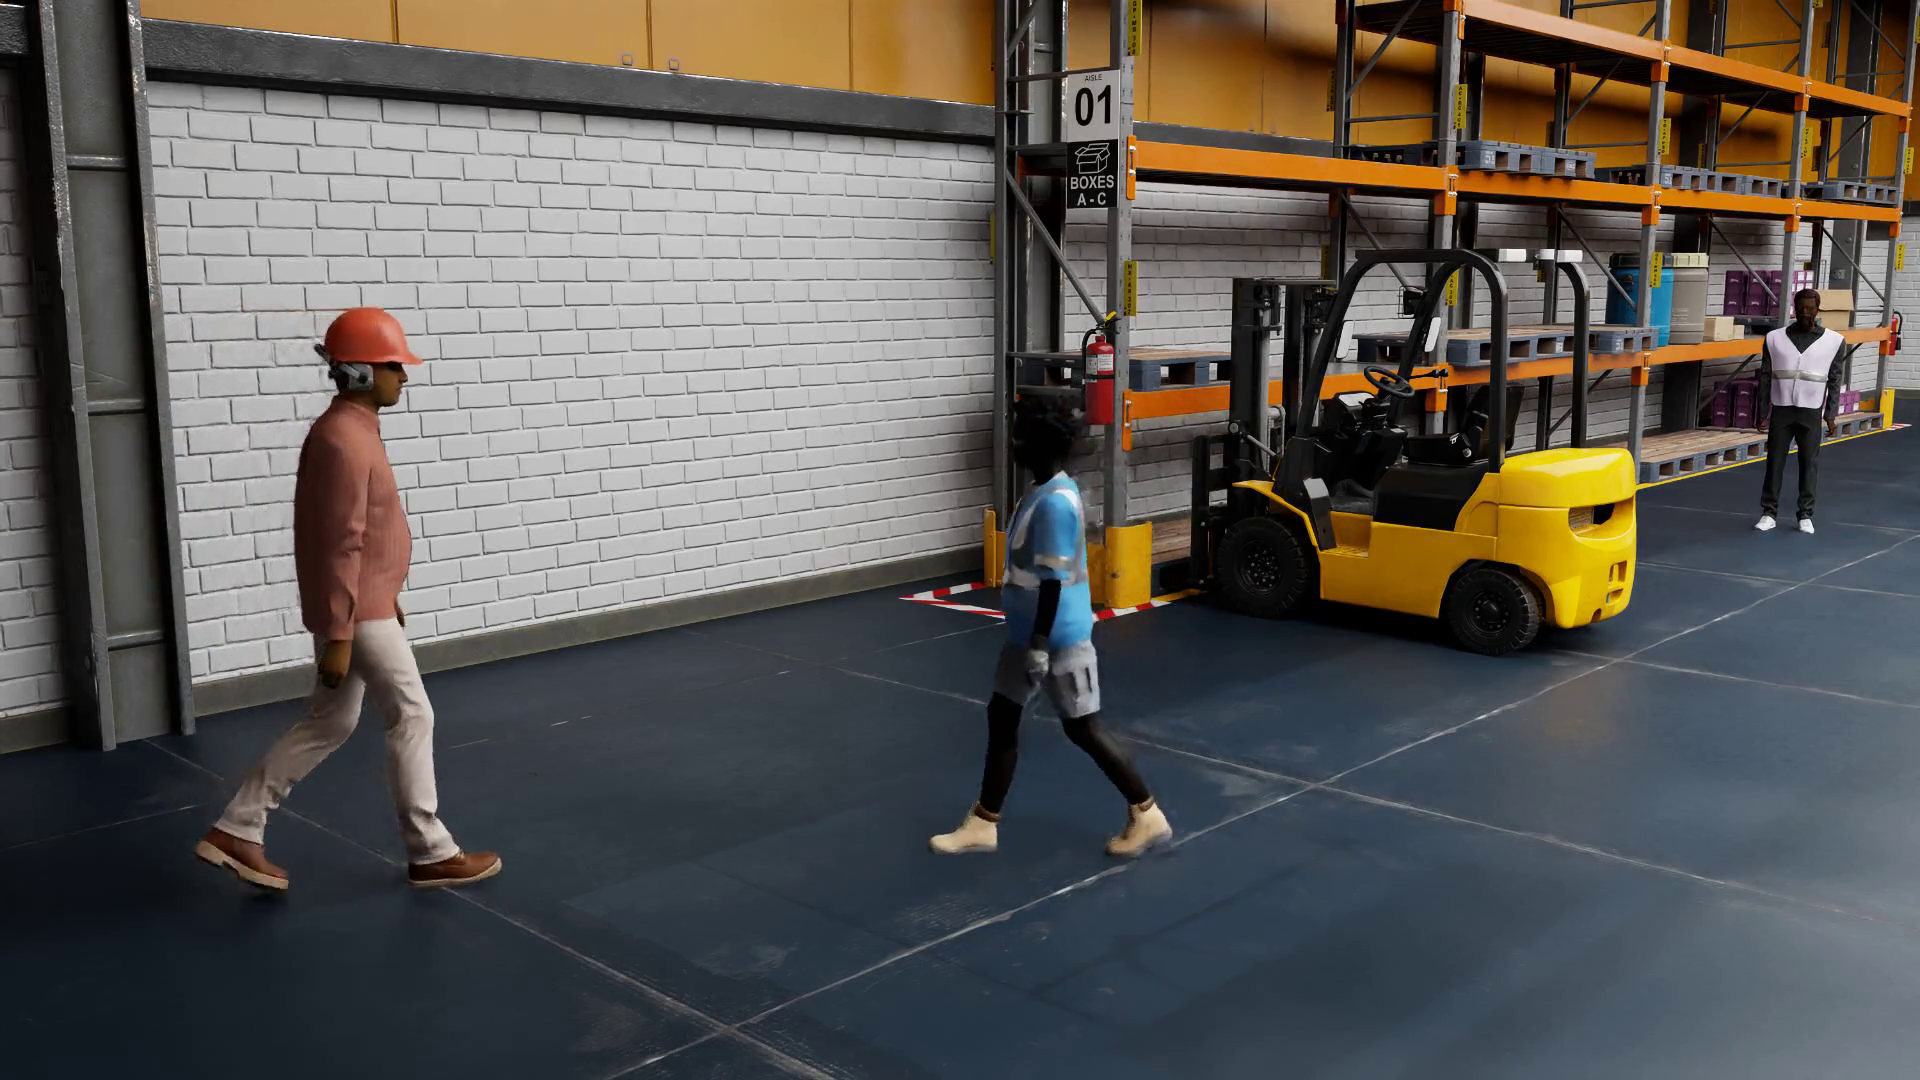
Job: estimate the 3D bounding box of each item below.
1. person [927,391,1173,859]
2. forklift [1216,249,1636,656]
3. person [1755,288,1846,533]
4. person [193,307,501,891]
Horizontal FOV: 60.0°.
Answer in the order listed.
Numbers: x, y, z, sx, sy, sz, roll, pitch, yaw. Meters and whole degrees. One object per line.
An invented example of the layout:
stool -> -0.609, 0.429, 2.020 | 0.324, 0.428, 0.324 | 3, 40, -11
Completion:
person -> 0.350, 0.310, 5.781 | 0.851, 1.660, 0.539 | -1, 9, -5
forklift -> 2.710, -0.584, 9.626 | 2.313, 2.155, 1.214 | 9, 13, 43
person -> 6.606, -1.018, 13.120 | 0.592, 1.922, 0.392 | 5, 11, 30
person -> -2.067, 0.221, 5.447 | 0.897, 1.960, 0.617 | -4, 10, -25
